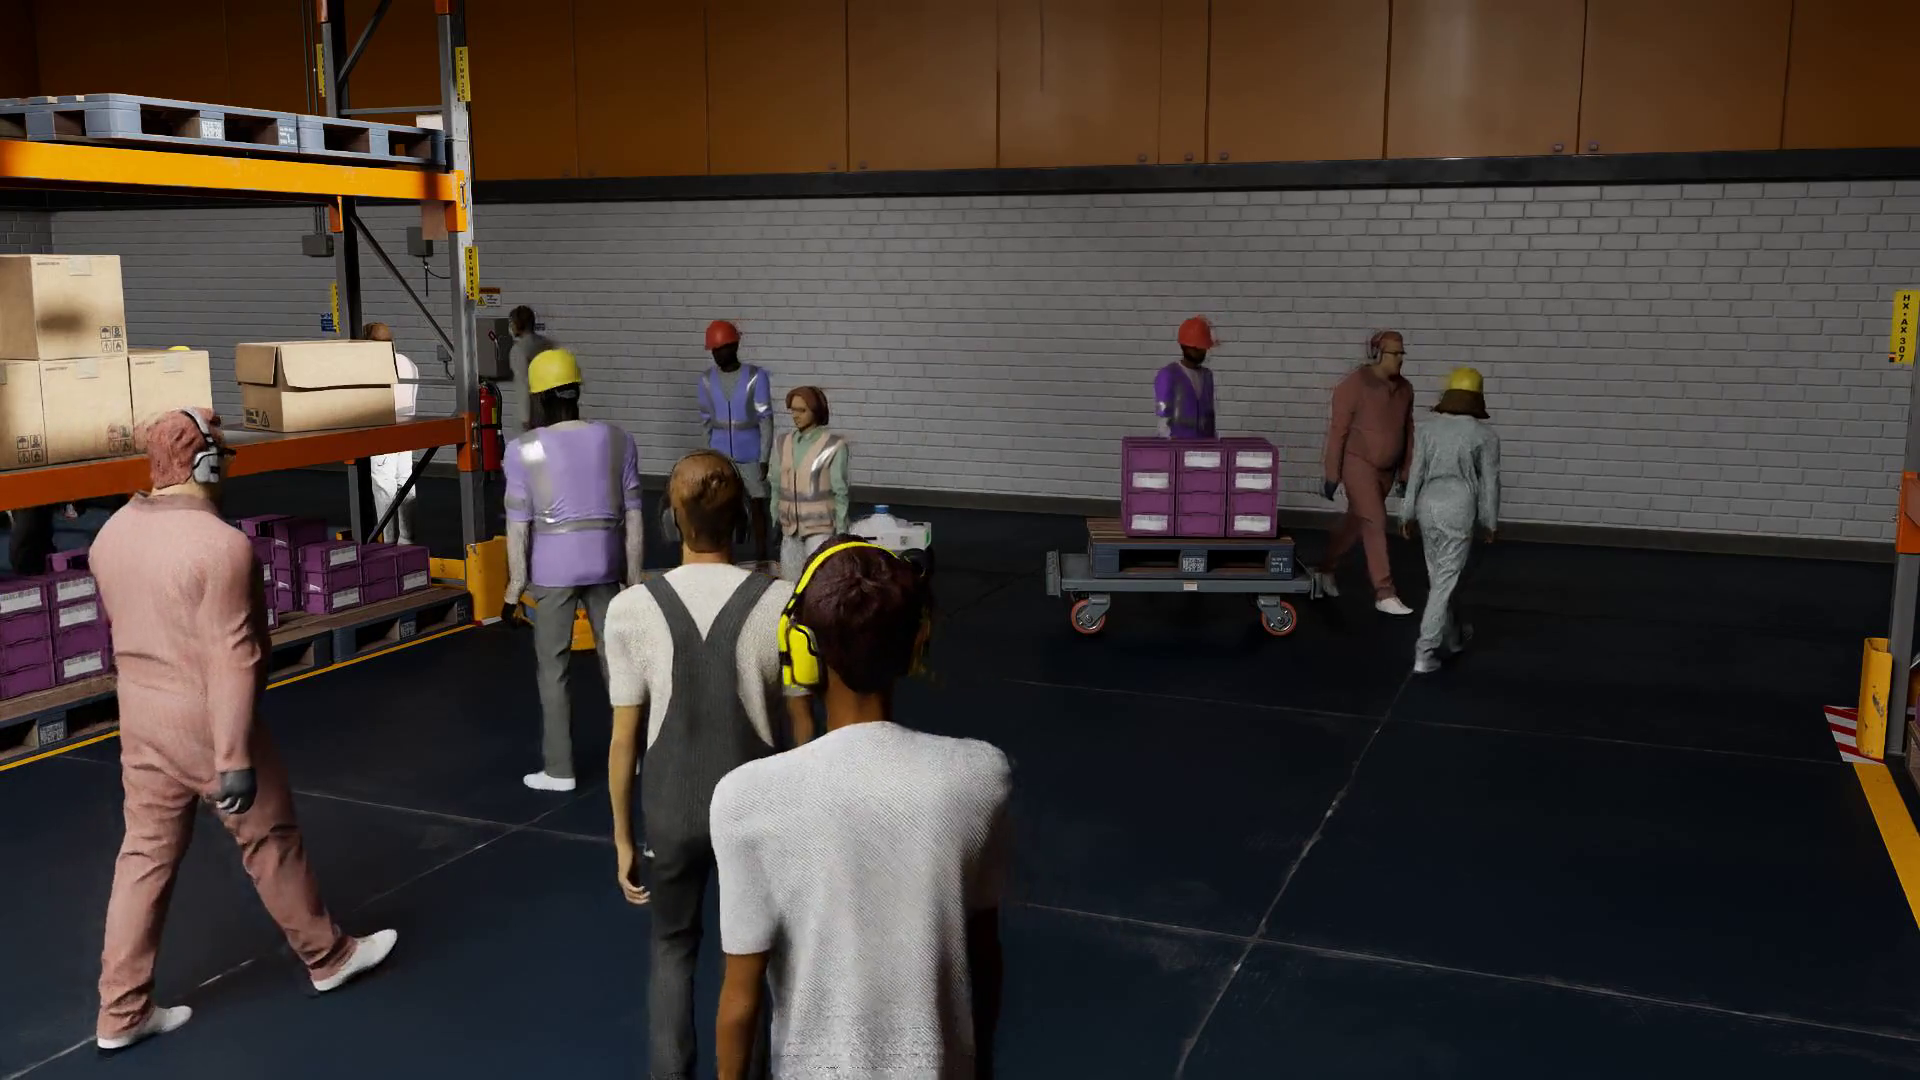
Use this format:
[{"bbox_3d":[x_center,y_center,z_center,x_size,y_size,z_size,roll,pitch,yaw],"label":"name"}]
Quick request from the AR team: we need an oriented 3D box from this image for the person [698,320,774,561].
[{"bbox_3d":[-1.582,-0.625,11.931,0.563,1.898,0.693,2,10,11],"label":"person"}]

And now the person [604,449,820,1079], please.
[{"bbox_3d":[-0.589,0.691,4.065,0.503,1.830,0.478,0,9,-3],"label":"person"}]

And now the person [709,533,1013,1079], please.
[{"bbox_3d":[-0.153,0.914,2.658,0.500,1.857,0.470,-3,10,-17],"label":"person"}]

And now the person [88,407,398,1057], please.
[{"bbox_3d":[-2.196,0.535,4.954,0.670,1.859,0.907,5,11,29],"label":"person"}]

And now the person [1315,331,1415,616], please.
[{"bbox_3d":[2.708,-0.478,11.129,0.653,1.854,0.992,-6,11,-33],"label":"person"}]

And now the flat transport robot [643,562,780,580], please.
[{"bbox_3d":[-1.562,0.311,11.106,1.431,0.197,0.652,-5,10,-26],"label":"flat transport robot"}]

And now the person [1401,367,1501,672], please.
[{"bbox_3d":[2.825,-0.127,9.439,0.493,1.687,0.900,8,13,41],"label":"person"}]

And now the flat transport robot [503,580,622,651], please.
[{"bbox_3d":[-2.345,0.433,10.371,0.652,0.197,1.431,-5,11,-29],"label":"flat transport robot"}]

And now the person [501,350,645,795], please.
[{"bbox_3d":[-1.677,0.134,7.254,0.648,1.903,0.426,-6,11,-33],"label":"person"}]

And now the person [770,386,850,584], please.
[{"bbox_3d":[-0.803,-0.057,9.239,0.527,1.618,0.621,6,11,33],"label":"person"}]

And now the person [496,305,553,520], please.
[{"bbox_3d":[-3.886,-1.131,14.889,0.722,1.915,0.651,3,10,17],"label":"person"}]

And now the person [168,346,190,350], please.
[{"bbox_3d":[-4.968,-0.356,10.656,0.527,1.761,0.347,6,11,34],"label":"person"}]

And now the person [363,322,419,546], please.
[{"bbox_3d":[-4.440,-0.755,12.832,0.429,1.840,0.621,3,10,16],"label":"person"}]

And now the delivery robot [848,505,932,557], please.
[{"bbox_3d":[-0.557,-0.009,11.903,0.707,0.478,0.477,0,9,-1],"label":"delivery robot"}]

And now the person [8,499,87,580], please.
[{"bbox_3d":[-5.518,-0.276,9.833,0.616,1.866,0.619,5,11,29],"label":"person"}]

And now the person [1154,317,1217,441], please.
[{"bbox_3d":[1.575,-0.599,11.691,0.846,1.908,0.455,-7,12,-37],"label":"person"}]
